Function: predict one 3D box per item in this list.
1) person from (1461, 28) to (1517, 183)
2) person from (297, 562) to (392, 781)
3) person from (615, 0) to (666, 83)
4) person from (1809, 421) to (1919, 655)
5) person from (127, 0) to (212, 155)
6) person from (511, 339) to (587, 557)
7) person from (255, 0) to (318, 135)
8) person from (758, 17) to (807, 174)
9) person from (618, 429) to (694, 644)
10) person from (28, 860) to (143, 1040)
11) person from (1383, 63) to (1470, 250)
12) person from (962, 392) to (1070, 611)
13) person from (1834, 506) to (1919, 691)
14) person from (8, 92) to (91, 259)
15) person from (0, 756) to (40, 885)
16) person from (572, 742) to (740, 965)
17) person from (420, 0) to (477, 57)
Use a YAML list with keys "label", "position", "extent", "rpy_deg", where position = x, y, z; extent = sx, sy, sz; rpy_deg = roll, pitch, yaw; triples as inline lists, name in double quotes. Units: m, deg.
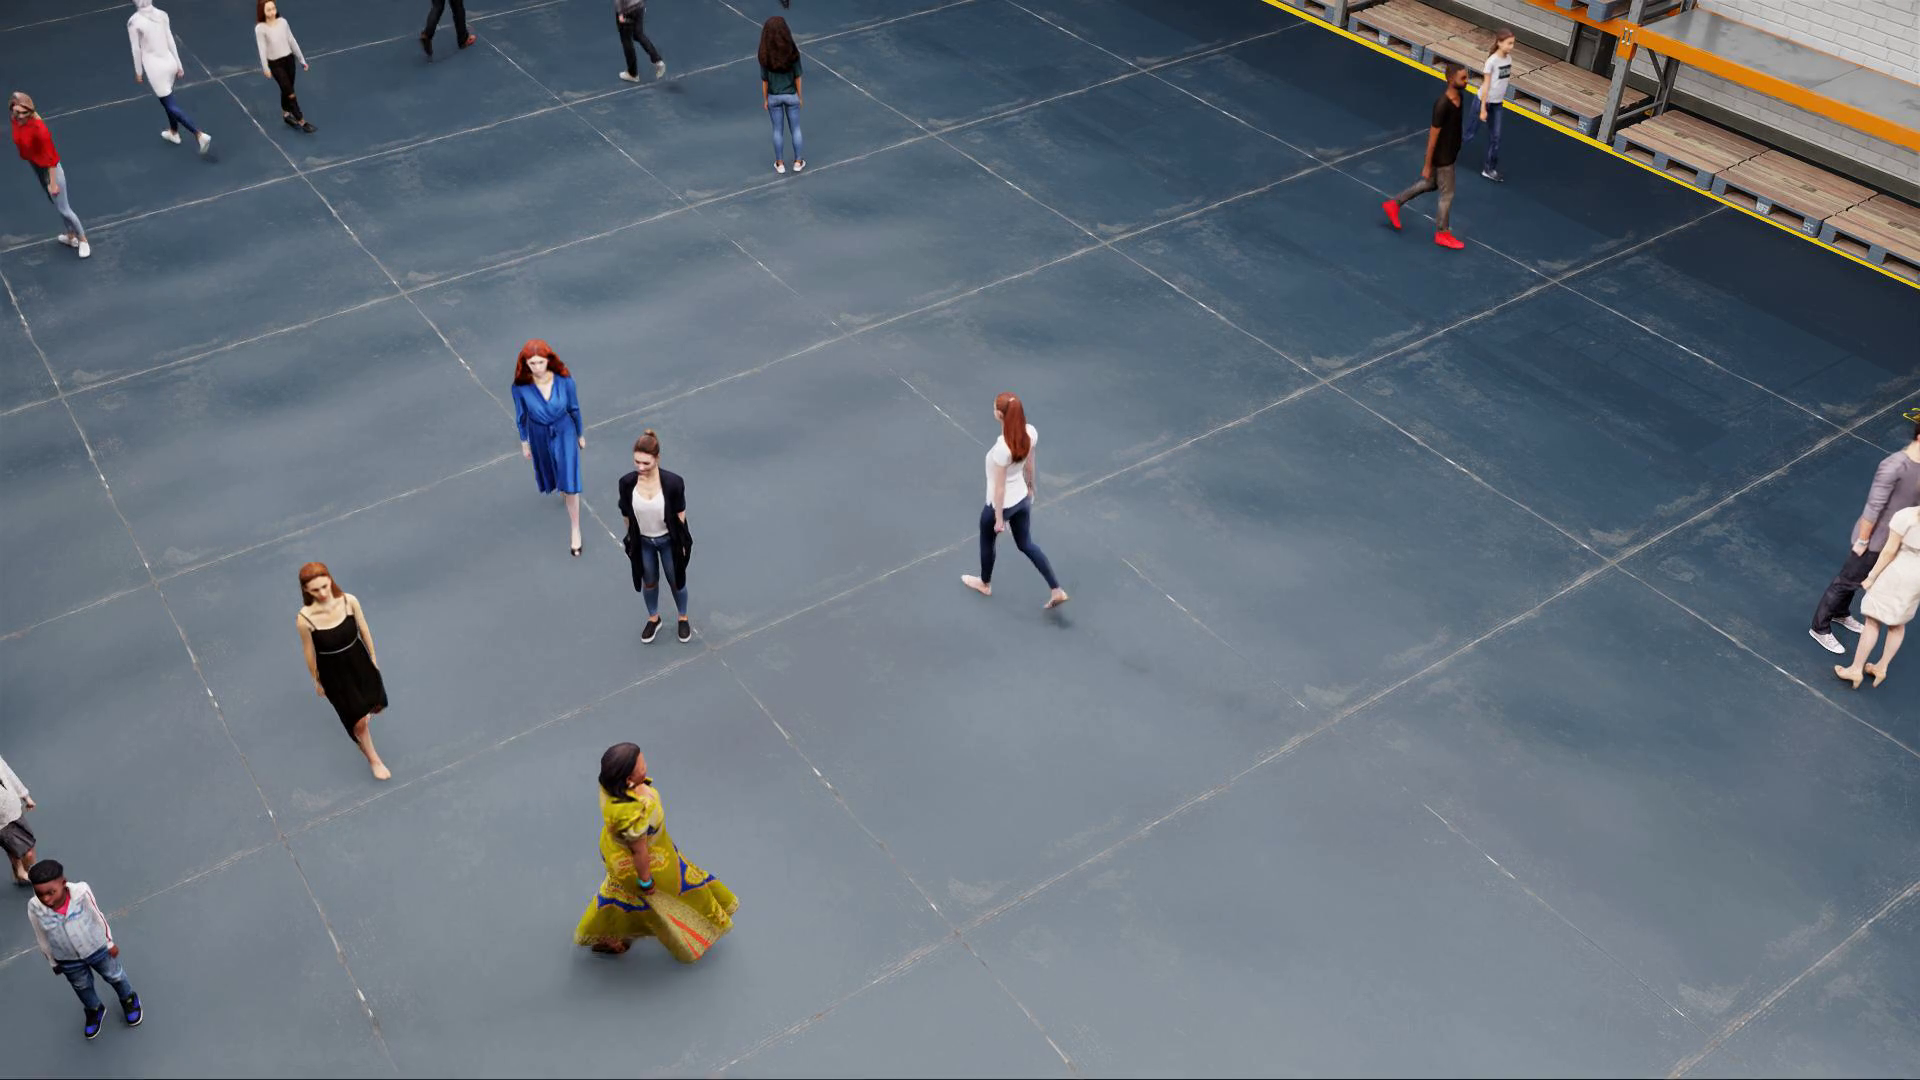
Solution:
- label: "person"
  position: [5.340, -4.479, 16.972]
  extent: [0.630, 1.539, 1.050]
  rpy_deg: [-18, 42, -21]
- label: "person"
  position: [-3.852, 0.768, 10.347]
  extent: [0.579, 1.607, 0.828]
  rpy_deg: [-26, 45, -28]
- label: "person"
  position: [-3.641, -5.970, 18.669]
  extent: [0.957, 1.751, 0.799]
  rpy_deg: [23, 44, 26]
- label: "person"
  position: [6.204, -0.084, 11.221]
  extent: [0.673, 1.848, 0.539]
  rpy_deg: [-25, 45, -28]
- label: "person"
  position: [-8.241, -4.843, 17.267]
  extent: [1.212, 1.740, 0.950]
  rpy_deg: [19, 42, 22]
- label: "person"
  position: [-2.942, -0.743, 12.079]
  extent: [0.839, 1.807, 1.046]
  rpy_deg: [-9, 39, -11]
- label: "person"
  position: [-7.312, -5.112, 17.831]
  extent: [0.960, 1.456, 0.745]
  rpy_deg: [22, 44, 25]
- label: "person"
  position: [-1.811, -4.539, 16.986]
  extent: [0.705, 1.615, 0.741]
  rpy_deg: [-2, 39, -2]
- label: "person"
  position: [-2.047, -0.019, 11.266]
  extent: [0.718, 1.691, 0.748]
  rpy_deg: [1, 39, 1]
- label: "person"
  position: [-4.700, 2.152, 8.893]
  extent: [0.523, 1.260, 0.534]
  rpy_deg: [-14, 41, -17]
- label: "person"
  position: [4.485, -3.665, 15.761]
  extent: [1.218, 1.779, 0.930]
  rpy_deg: [23, 44, 26]
- label: "person"
  position: [0.429, -0.204, 11.486]
  extent: [1.148, 1.705, 0.782]
  rpy_deg: [28, 46, 30]
- label: "person"
  position: [6.152, 0.266, 10.874]
  extent: [0.695, 1.735, 0.726]
  rpy_deg: [0, 39, -1]
- label: "person"
  position: [-8.569, -3.468, 15.591]
  extent: [0.859, 1.682, 0.628]
  rpy_deg: [-30, 48, -32]
- label: "person"
  position: [-5.601, 1.581, 9.603]
  extent: [0.773, 1.265, 0.729]
  rpy_deg: [2, 39, 2]
- label: "person"
  position: [-1.827, 1.748, 9.096]
  extent: [0.950, 1.638, 1.178]
  rpy_deg: [-16, 41, -20]
- label: "person"
  position: [-6.092, -6.509, 19.354]
  extent: [1.082, 1.738, 1.032]
  rpy_deg: [17, 42, 20]
